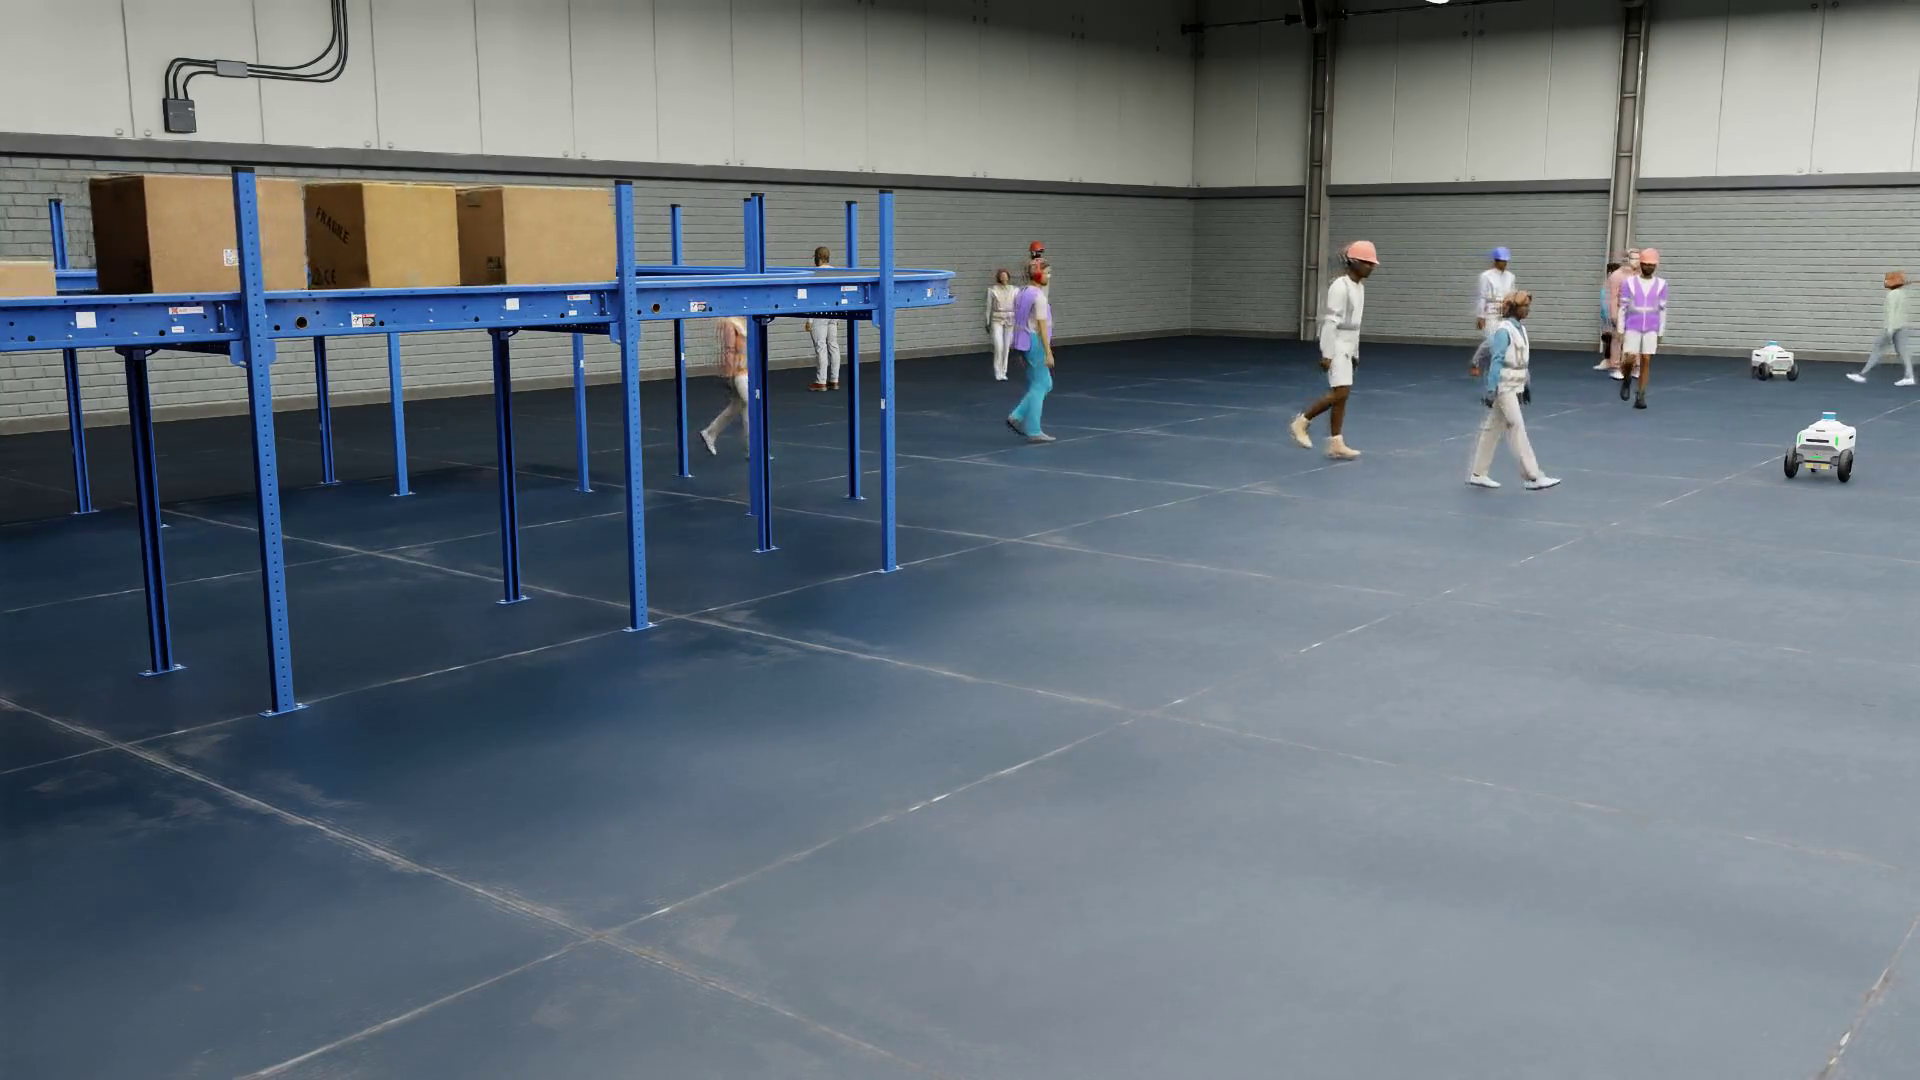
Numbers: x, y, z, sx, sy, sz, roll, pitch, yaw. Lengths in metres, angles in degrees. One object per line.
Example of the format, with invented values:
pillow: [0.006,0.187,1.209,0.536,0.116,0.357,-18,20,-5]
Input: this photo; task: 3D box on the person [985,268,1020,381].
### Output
person: [0.644,-3.092,23.922,0.514,1.614,0.638,-3,11,-15]

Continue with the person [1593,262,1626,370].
person: [10.256,-3.504,26.020,0.666,1.678,0.540,-3,11,-15]

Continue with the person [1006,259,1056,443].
person: [0.767,-1.881,16.601,0.433,1.830,0.575,-2,10,-9]

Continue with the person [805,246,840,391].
person: [-1.843,-2.990,22.447,0.367,1.939,0.634,8,13,38]

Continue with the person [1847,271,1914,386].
person: [12.992,-2.965,23.274,0.524,1.579,0.869,-9,14,-41]

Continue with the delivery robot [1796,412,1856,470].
delivery robot: [7.462,-0.857,14.320,0.477,0.478,0.707,8,13,38]

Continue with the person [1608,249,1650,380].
person: [9.693,-3.241,23.990,0.667,1.874,0.793,-2,11,-13]

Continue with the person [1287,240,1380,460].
person: [3.508,-1.754,15.396,0.683,2.014,0.623,6,12,29]

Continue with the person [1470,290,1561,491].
person: [4.517,-1.193,13.384,0.817,1.599,0.544,7,12,32]

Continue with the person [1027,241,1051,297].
person: [1.366,-4.310,29.605,0.381,1.994,0.619,8,13,38]

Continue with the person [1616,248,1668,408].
person: [8.258,-2.572,20.169,0.573,1.925,0.496,2,10,11]

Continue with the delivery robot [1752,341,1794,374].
delivery robot: [11.886,-2.661,24.321,0.477,0.478,0.707,1,10,4]

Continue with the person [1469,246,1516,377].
person: [7.614,-3.211,23.711,0.611,1.930,0.587,-4,11,-21]

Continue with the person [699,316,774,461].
person: [-2.080,-1.546,15.329,0.724,1.617,0.514,2,11,13]
